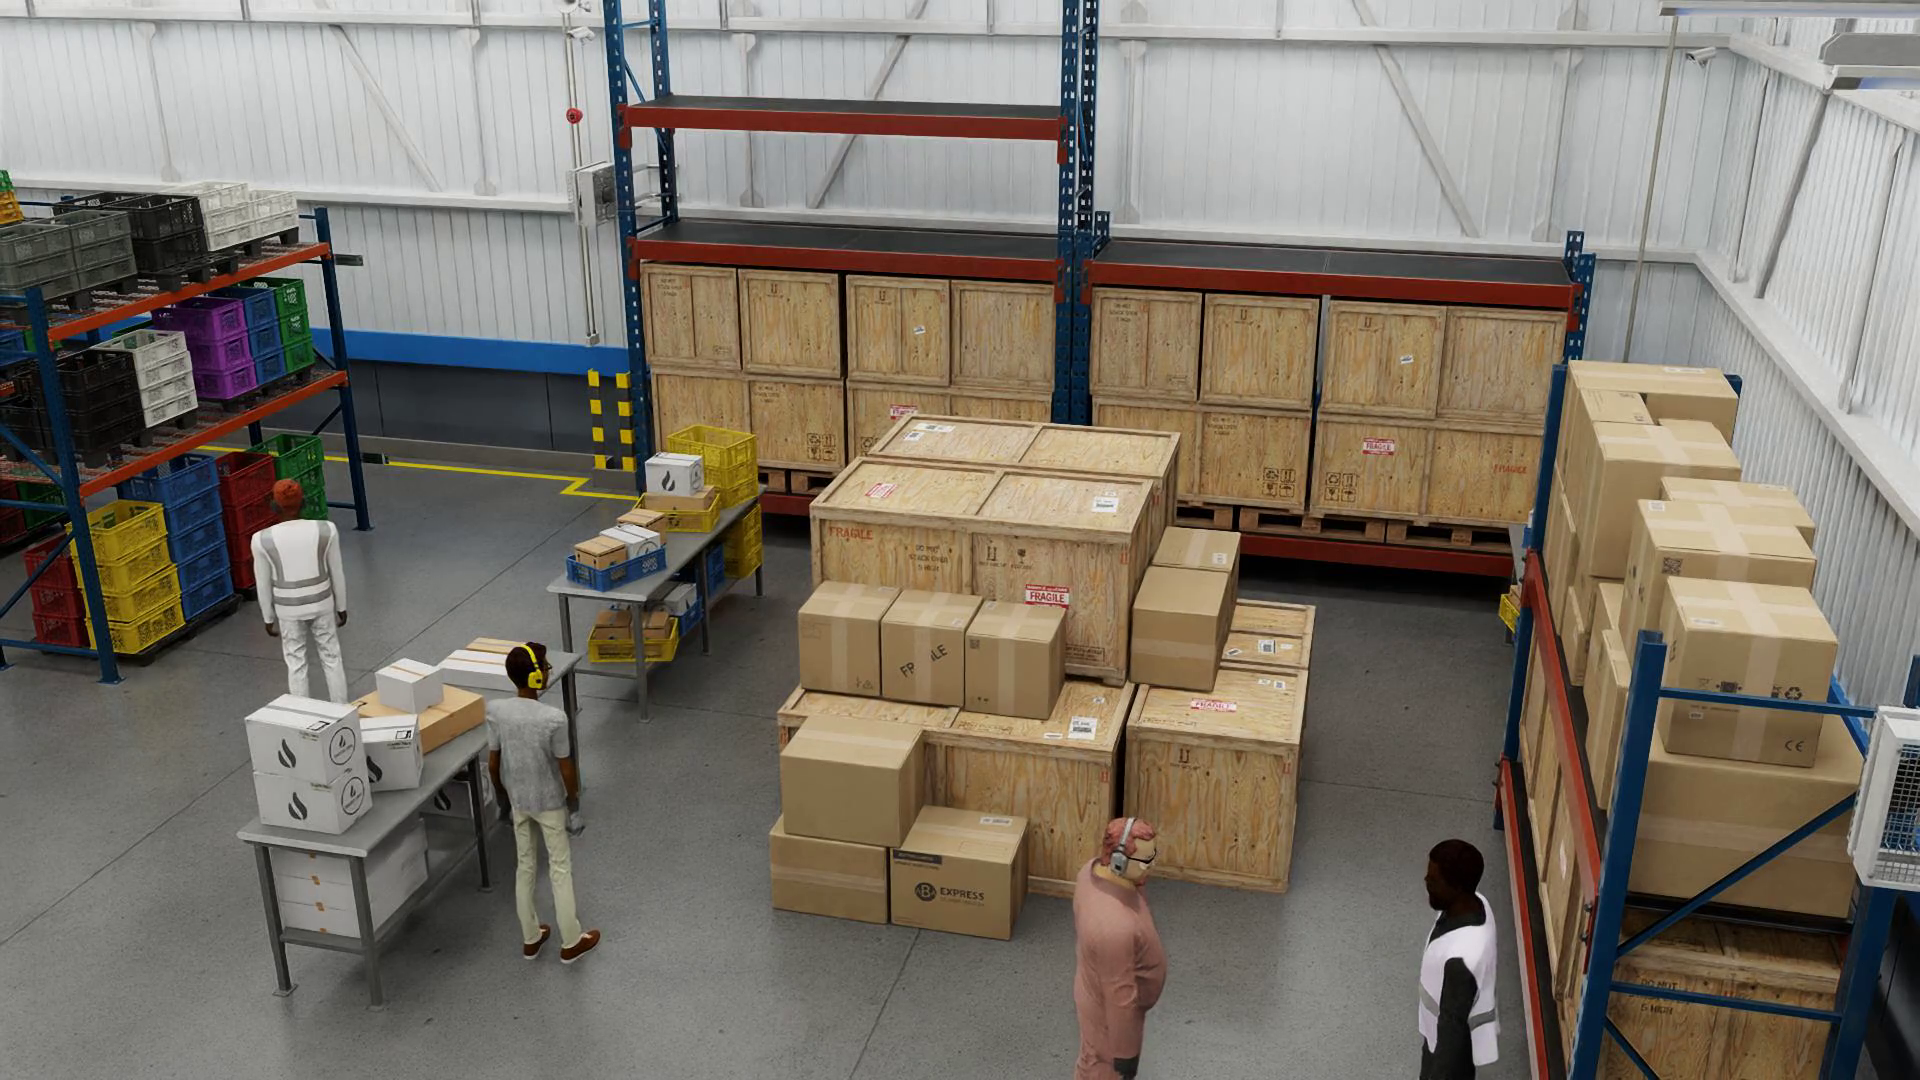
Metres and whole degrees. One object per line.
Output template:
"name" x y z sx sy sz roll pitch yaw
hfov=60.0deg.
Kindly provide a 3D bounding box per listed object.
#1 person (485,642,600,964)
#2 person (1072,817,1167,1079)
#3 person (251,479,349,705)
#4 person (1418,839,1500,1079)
"person" -2.294 1.433 9.047 0.521 1.864 0.335 6 22 15
"person" 0.697 2.072 7.321 0.404 1.903 0.636 -1 21 -4
"person" -4.537 0.482 11.519 0.575 1.878 0.345 -11 24 -27
"person" 2.107 2.146 7.124 0.388 1.905 0.601 7 22 17
